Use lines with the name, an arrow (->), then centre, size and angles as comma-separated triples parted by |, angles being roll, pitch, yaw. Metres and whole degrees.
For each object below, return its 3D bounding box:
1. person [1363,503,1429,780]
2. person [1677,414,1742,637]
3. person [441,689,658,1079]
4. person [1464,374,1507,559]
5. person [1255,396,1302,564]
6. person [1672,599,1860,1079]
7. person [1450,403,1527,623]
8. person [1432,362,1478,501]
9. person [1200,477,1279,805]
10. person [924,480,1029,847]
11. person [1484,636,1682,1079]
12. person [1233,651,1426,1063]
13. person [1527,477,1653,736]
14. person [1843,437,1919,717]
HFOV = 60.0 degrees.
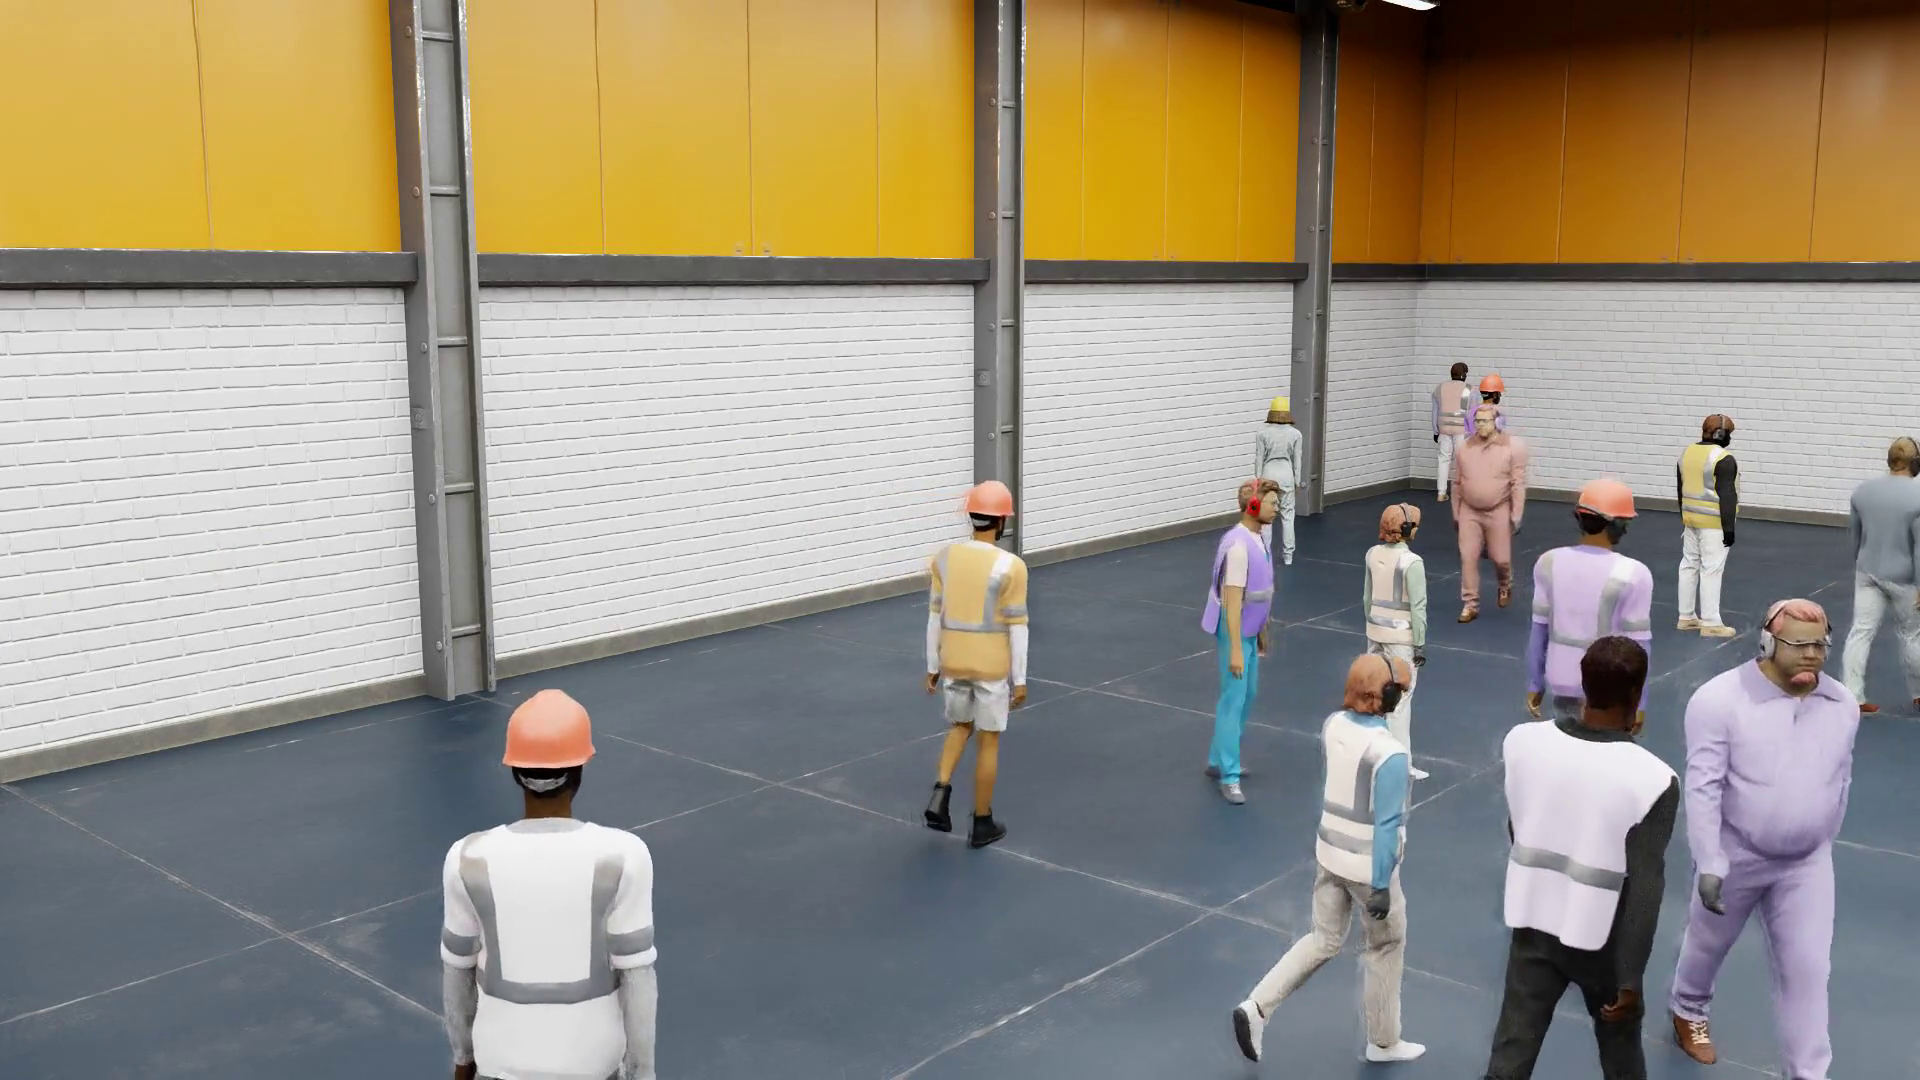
person -> 2.574, 0.598, 9.857 | 0.309, 1.641, 0.513 | -4, 10, -24
person -> 6.215, -0.125, 13.791 | 0.429, 1.838, 0.621 | -2, 9, -13
person -> -1.096, 1.327, 4.501 | 0.565, 1.882, 0.975 | -1, 9, -7
person -> 5.560, -0.775, 17.542 | 0.360, 1.939, 0.543 | -5, 10, -28
person -> 3.274, -0.612, 17.167 | 0.480, 1.733, 0.333 | 0, 9, -2
person -> 2.882, 1.116, 5.966 | 0.639, 1.865, 1.011 | 0, 9, 2
person -> 4.563, -0.248, 14.378 | 0.649, 1.892, 0.673 | 6, 11, 31
person -> 6.514, -1.410, 21.838 | 0.633, 1.841, 0.429 | 7, 12, 39
person -> 1.571, 0.564, 9.459 | 0.412, 1.843, 0.713 | 4, 10, 21
person -> 0.090, 0.651, 8.653 | 0.564, 1.917, 0.521 | 5, 10, 30
person -> 1.981, 1.218, 5.290 | 1.030, 1.859, 0.602 | -9, 12, -43
person -> 1.401, 1.204, 6.161 | 0.733, 1.609, 0.523 | -3, 10, -19
person -> 2.995, 0.701, 8.063 | 0.858, 2.018, 0.615 | -6, 11, -35
person -> 6.355, 0.252, 11.214 | 0.957, 1.896, 0.656 | -5, 10, -27
